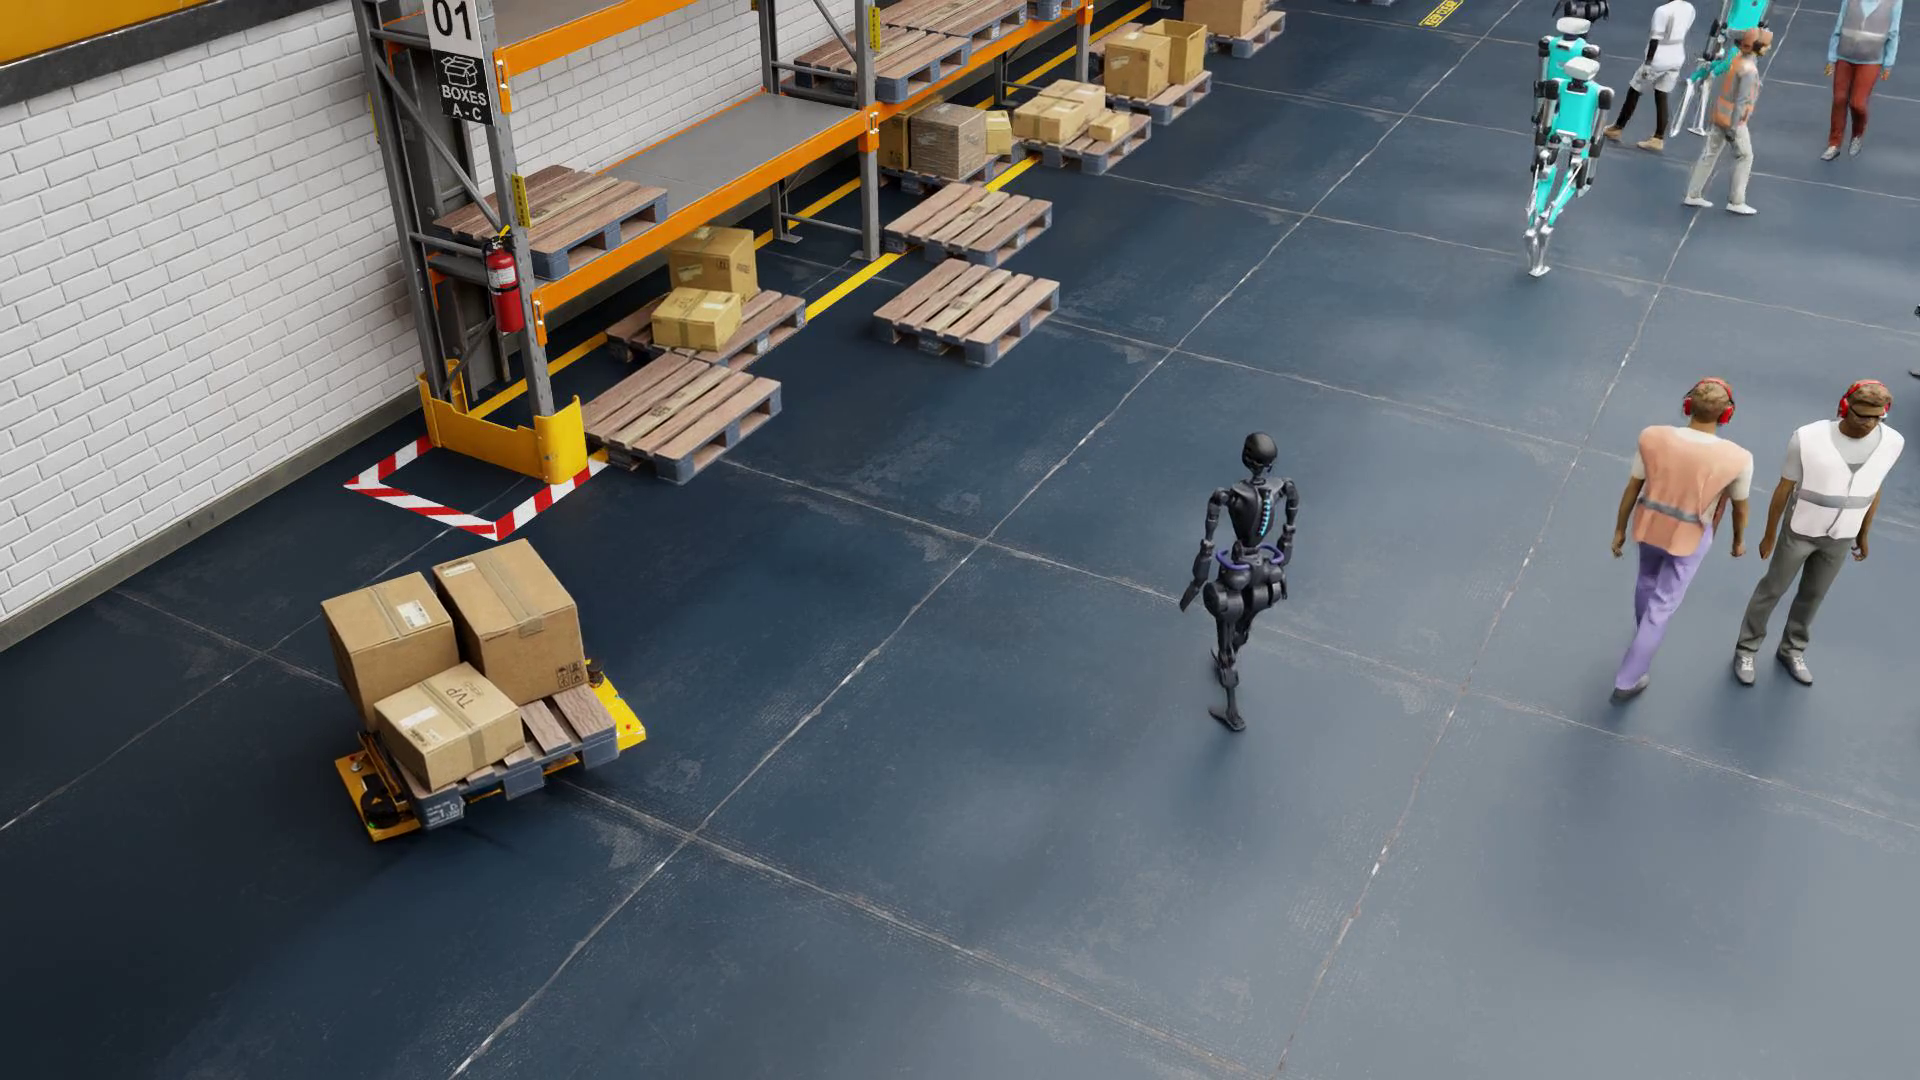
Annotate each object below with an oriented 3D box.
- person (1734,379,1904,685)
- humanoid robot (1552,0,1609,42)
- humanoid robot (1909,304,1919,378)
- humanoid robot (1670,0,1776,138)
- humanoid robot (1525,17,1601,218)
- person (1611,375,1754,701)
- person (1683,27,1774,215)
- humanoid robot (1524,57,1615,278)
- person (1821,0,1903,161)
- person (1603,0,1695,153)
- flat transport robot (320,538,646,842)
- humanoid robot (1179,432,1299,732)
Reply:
[{"bbox_3d":[4.525,-0.049,8.795,0.568,1.840,0.373,0,33,0],"label":"person"},{"bbox_3d":[6.559,-5.702,17.524,0.612,1.629,0.714,-4,34,-6],"label":"humanoid robot"},{"bbox_3d":[7.005,-1.724,11.522,0.593,1.657,0.567,-14,36,-20],"label":"humanoid robot"},{"bbox_3d":[7.282,-4.722,15.965,0.582,1.764,0.788,-4,34,-7],"label":"humanoid robot"},{"bbox_3d":[5.229,-3.627,14.307,0.668,1.795,0.555,-28,43,-35],"label":"humanoid robot"},{"bbox_3d":[3.834,-0.045,8.831,0.585,1.799,0.920,29,43,36],"label":"person"},{"bbox_3d":[6.783,-3.625,14.404,0.689,1.612,0.529,5,34,7],"label":"person"},{"bbox_3d":[4.670,-2.827,13.133,0.541,1.836,0.729,24,40,32],"label":"humanoid robot"},{"bbox_3d":[8.333,-4.437,15.417,0.572,1.856,0.470,27,42,35],"label":"person"},{"bbox_3d":[6.559,-4.553,15.775,0.591,1.648,0.740,-18,38,-25],"label":"person"},{"bbox_3d":[-2.416,1.046,8.566,1.431,0.231,0.659,-20,38,-27],"label":"flat transport robot"},{"bbox_3d":[1.421,0.165,8.637,0.606,1.640,0.638,-12,35,-18],"label":"humanoid robot"}]
